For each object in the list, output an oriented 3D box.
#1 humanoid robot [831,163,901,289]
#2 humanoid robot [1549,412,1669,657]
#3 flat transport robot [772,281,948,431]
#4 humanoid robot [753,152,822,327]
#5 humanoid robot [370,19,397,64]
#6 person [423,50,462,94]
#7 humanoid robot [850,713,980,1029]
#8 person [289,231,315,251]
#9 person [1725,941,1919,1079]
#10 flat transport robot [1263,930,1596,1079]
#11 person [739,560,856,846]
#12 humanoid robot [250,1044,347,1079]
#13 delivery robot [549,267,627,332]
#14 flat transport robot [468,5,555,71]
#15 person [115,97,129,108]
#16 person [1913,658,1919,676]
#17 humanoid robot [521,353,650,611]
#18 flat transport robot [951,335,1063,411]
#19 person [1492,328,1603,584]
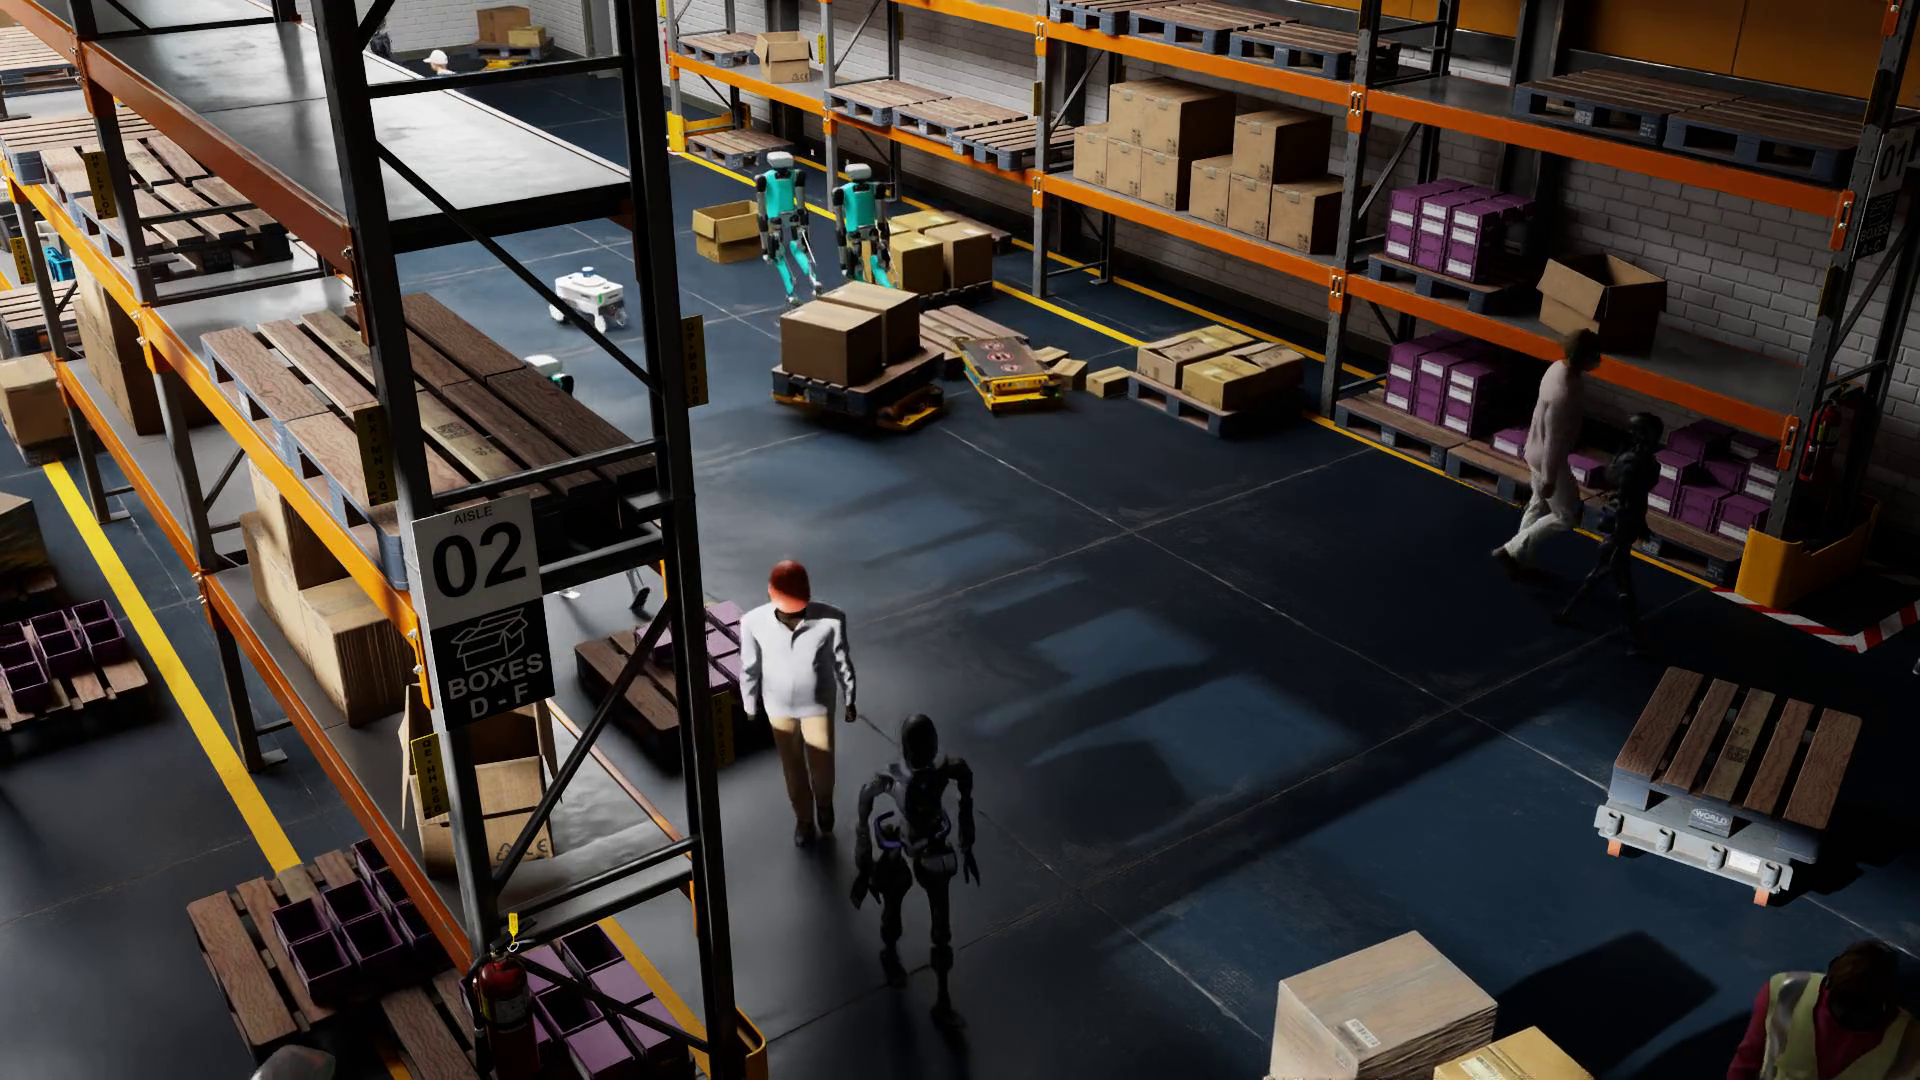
[{"bbox_3d":[-0.808,-2.529,15.414,0.537,1.792,0.796,-13,30,-25],"label":"humanoid robot"},{"bbox_3d":[4.251,-0.061,10.605,0.795,1.627,0.584,17,31,30],"label":"humanoid robot"},{"bbox_3d":[-0.875,-1.268,14.510,1.431,0.231,0.659,16,31,29],"label":"flat transport robot"},{"bbox_3d":[-1.521,-2.737,15.821,0.540,1.765,0.972,-16,31,-29],"label":"humanoid robot"},{"bbox_3d":[-8.162,-6.558,23.502,0.758,1.624,0.593,-21,34,-36],"label":"humanoid robot"},{"bbox_3d":[-6.464,-5.208,20.713,0.826,1.723,0.799,4,27,9],"label":"person"},{"bbox_3d":[-0.198,1.457,7.547,0.614,1.624,0.688,-8,28,-16],"label":"humanoid robot"},{"bbox_3d":[-5.840,-2.204,14.732,0.343,1.743,0.554,19,32,32],"label":"person"},{"bbox_3d":[3.035,2.169,5.938,0.469,1.827,0.638,-24,35,-39],"label":"person"},{"bbox_3d":[1.703,2.700,6.617,1.431,0.231,0.659,-13,29,-24],"label":"flat transport robot"},{"bbox_3d":[-0.844,0.854,8.659,0.601,1.722,0.411,0,27,-1],"label":"person"},{"bbox_3d":[-1.841,2.458,5.524,0.780,1.832,0.547,2,27,5],"label":"humanoid robot"},{"bbox_3d":[-3.671,-2.391,16.446,0.814,0.613,0.499,19,33,33],"label":"delivery robot"},{"bbox_3d":[-7.549,-8.084,28.067,0.659,0.231,1.431,1,27,1],"label":"flat transport robot"},{"bbox_3d":[-9.553,-4.714,19.651,0.863,1.805,0.621,-6,27,-12],"label":"person"},{"bbox_3d":[6.175,0.042,10.038,0.427,1.947,0.488,4,27,8],"label":"person"},{"bbox_3d":[-2.443,-0.322,11.010,0.949,1.763,0.549,15,30,27],"label":"humanoid robot"},{"bbox_3d":[0.397,-1.528,15.026,0.659,0.231,1.431,-7,28,-14],"label":"flat transport robot"},{"bbox_3d":[4.012,-0.530,11.206,0.458,1.921,0.709,8,28,16],"label":"person"}]
